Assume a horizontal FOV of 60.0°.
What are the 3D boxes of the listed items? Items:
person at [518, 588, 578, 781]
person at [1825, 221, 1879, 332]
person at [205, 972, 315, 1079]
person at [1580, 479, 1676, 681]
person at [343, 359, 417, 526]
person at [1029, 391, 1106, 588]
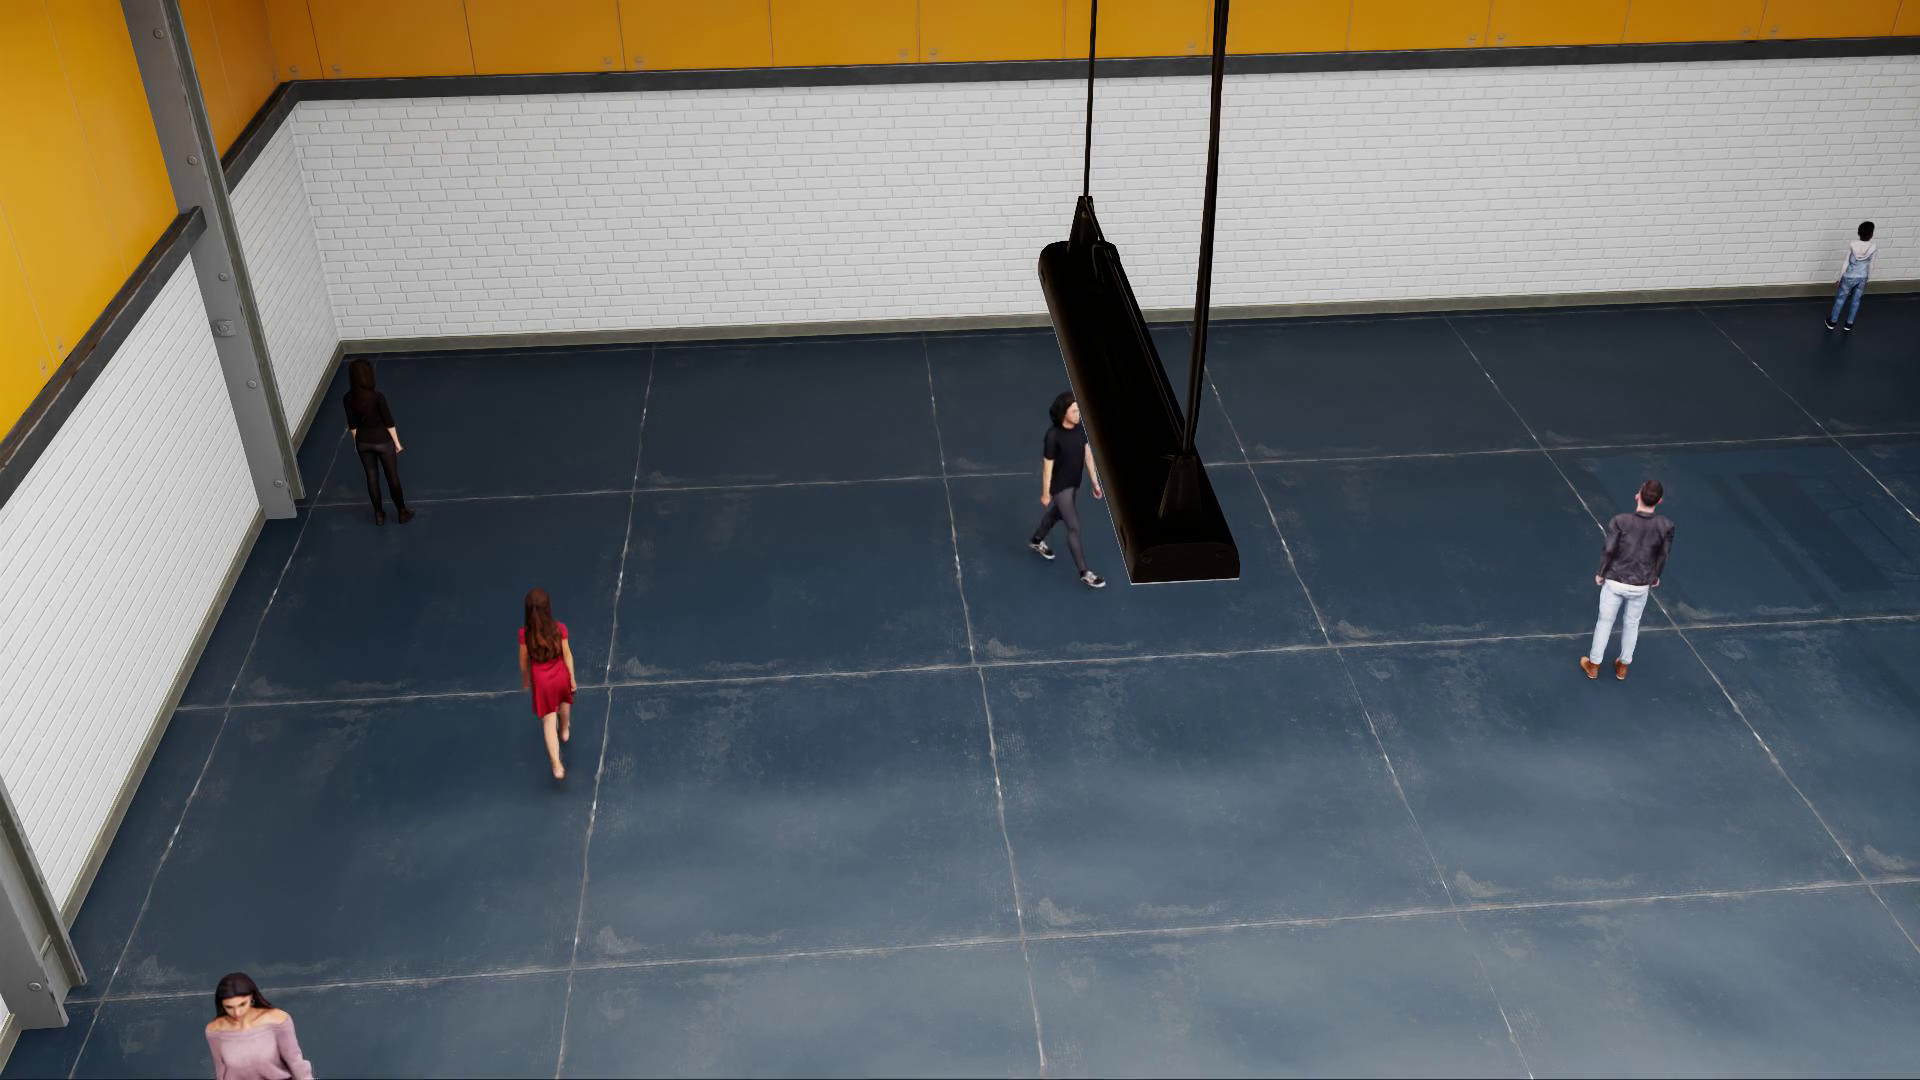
[{"bbox_3d":[-3.028,1.066,12.266,0.670,1.527,1.067,-9,35,-13],"label":"person"},{"bbox_3d":[9.971,-2.946,18.543,0.553,1.260,0.588,11,35,16],"label":"person"},{"bbox_3d":[-3.785,3.002,9.098,0.674,1.810,0.568,-7,34,-11],"label":"person"},{"bbox_3d":[5.265,0.323,13.105,0.709,1.836,0.646,5,34,8],"label":"person"},{"bbox_3d":[-5.307,-0.877,15.087,0.594,1.640,0.516,0,34,0],"label":"person"},{"bbox_3d":[0.861,-0.522,14.416,1.184,1.791,1.120,26,41,33],"label":"person"}]
